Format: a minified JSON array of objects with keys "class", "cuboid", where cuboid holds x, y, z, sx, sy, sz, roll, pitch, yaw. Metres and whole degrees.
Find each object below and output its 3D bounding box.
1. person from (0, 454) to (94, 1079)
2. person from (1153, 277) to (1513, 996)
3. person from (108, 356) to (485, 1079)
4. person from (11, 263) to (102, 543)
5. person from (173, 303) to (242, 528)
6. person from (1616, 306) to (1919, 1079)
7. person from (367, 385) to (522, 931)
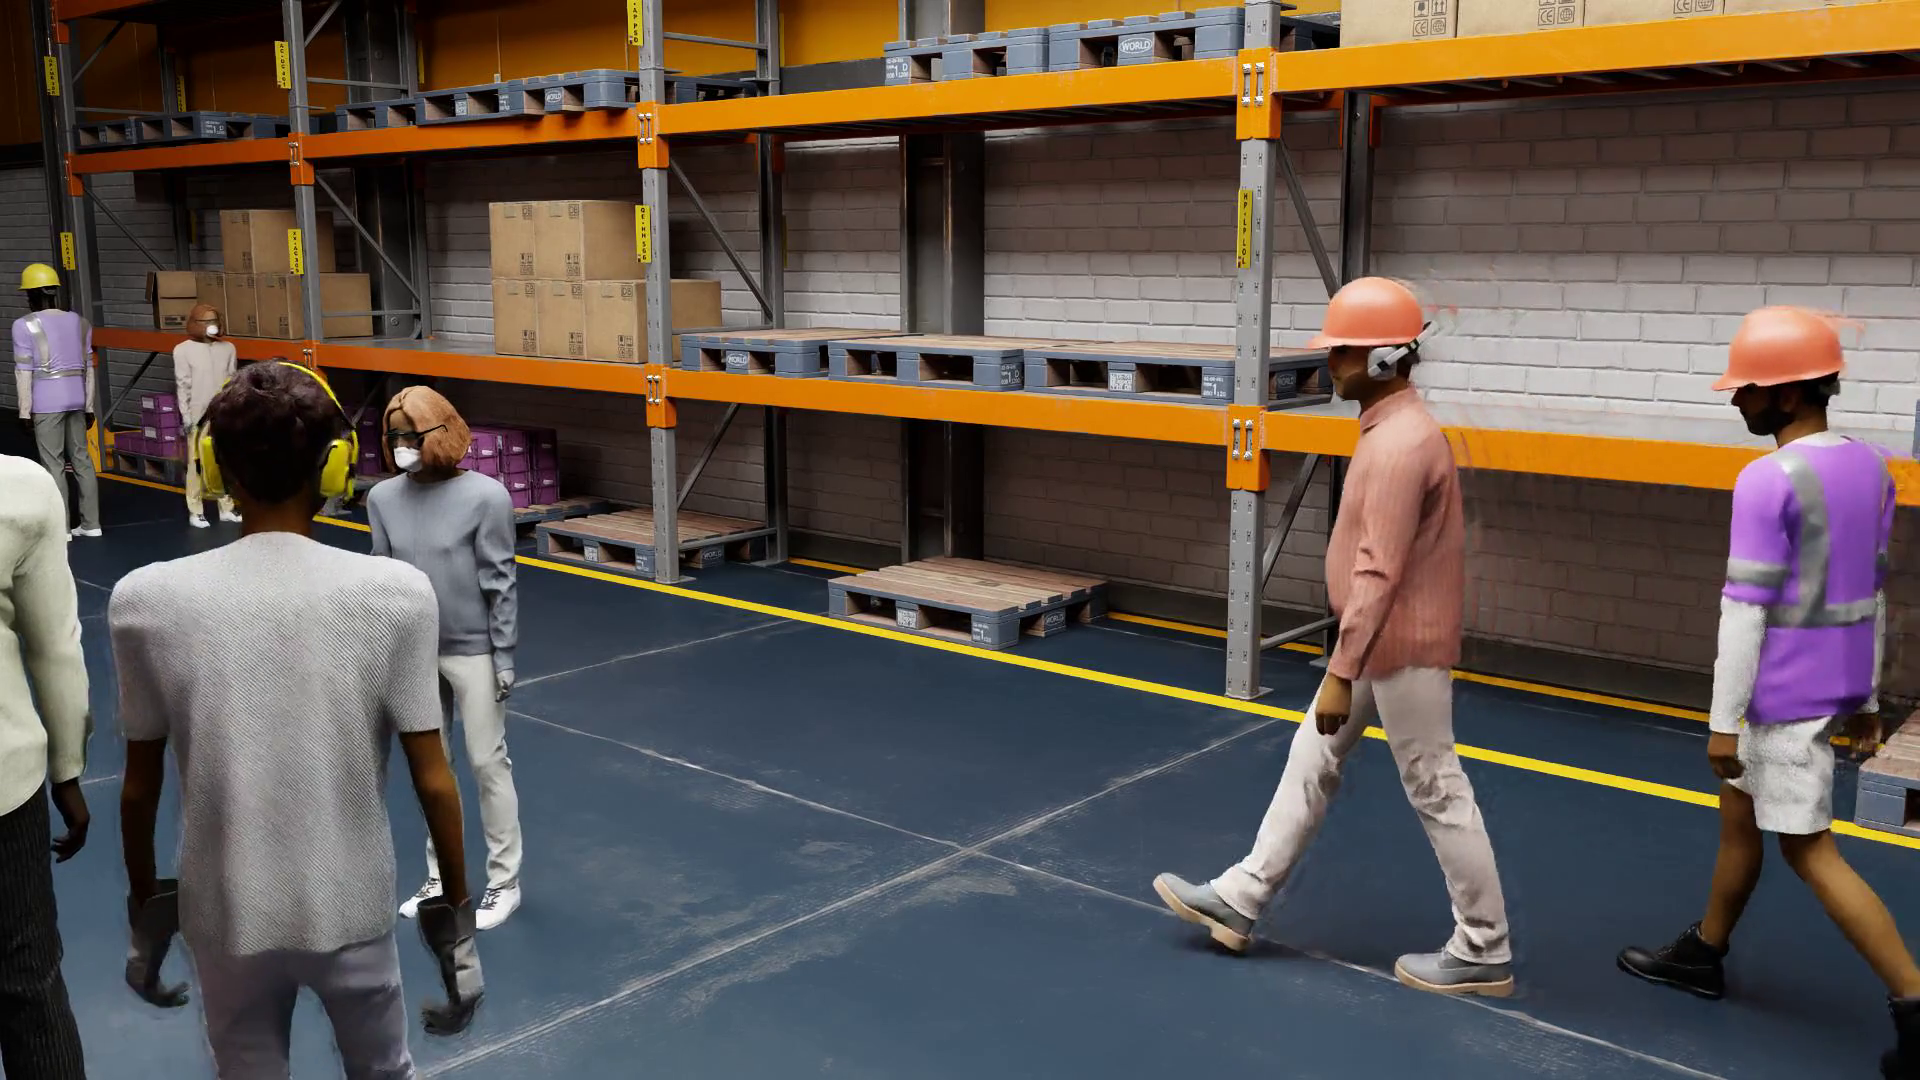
[{"class":"person","cuboid":[-1.997,0.478,3.185,0.613,1.995,0.391,-7,12,-35]},{"class":"person","cuboid":[1.053,0.276,4.495,1.022,1.932,0.641,2,10,11]},{"class":"person","cuboid":[-1.086,0.635,2.725,0.567,1.849,0.418,-3,10,-17]},{"class":"person","cuboid":[-6.241,-0.935,11.467,0.402,1.919,0.588,4,11,21]},{"class":"person","cuboid":[-5.463,-0.908,12.133,0.286,1.627,0.495,7,12,33]},{"class":"person","cuboid":[2.122,0.374,4.108,0.553,1.894,0.961,-7,12,-35]},{"class":"person","cuboid":[-1.550,0.349,4.983,0.505,1.622,0.297,3,10,17]}]
